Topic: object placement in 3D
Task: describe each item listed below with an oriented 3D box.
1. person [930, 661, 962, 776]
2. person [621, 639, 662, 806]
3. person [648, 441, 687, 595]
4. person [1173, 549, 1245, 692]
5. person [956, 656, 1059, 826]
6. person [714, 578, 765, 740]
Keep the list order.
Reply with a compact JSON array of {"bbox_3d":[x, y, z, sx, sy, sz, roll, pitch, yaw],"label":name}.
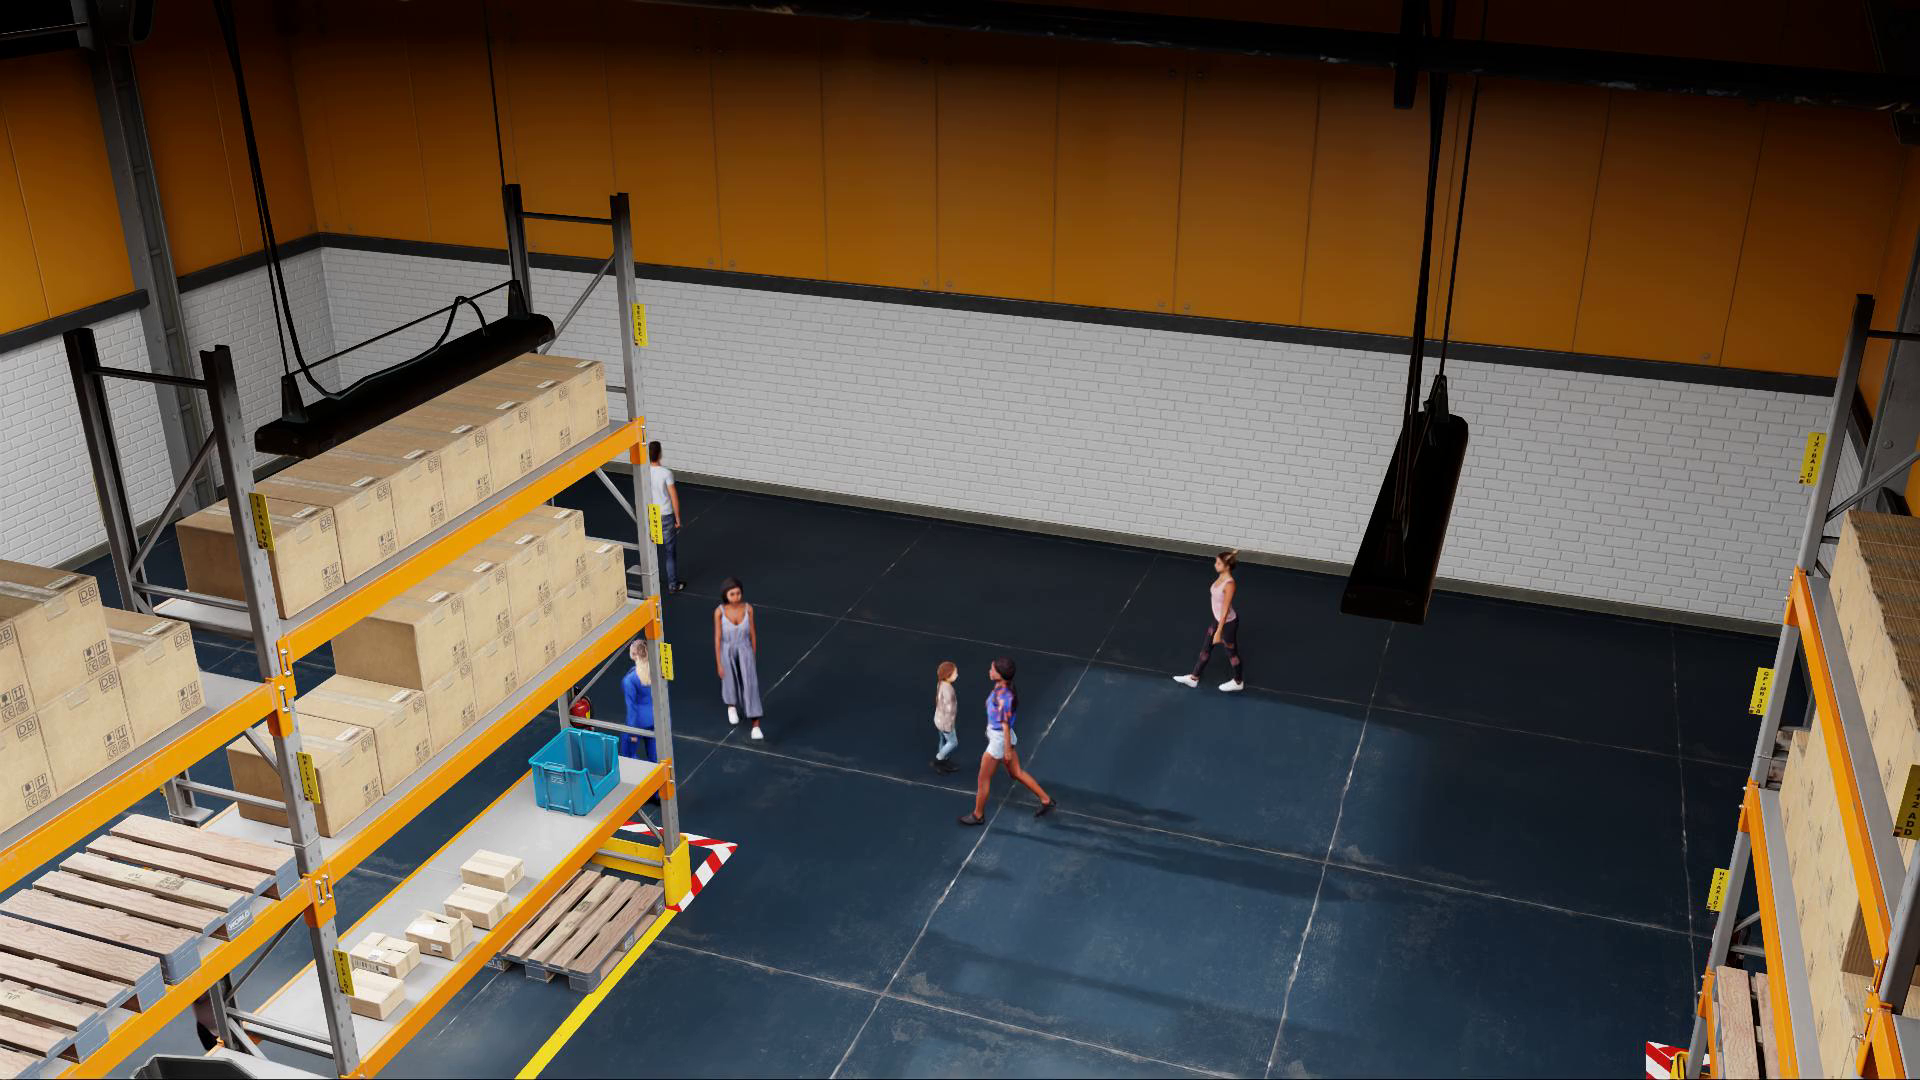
[{"bbox_3d":[-0.181,1.704,15.862,0.657,1.189,0.583,-3,24,-7],"label":"person"},{"bbox_3d":[-2.814,1.704,15.239,0.746,1.688,0.594,15,28,30],"label":"person"},{"bbox_3d":[-3.530,-0.271,19.536,0.666,1.865,0.564,5,24,12],"label":"person"},{"bbox_3d":[2.829,0.859,17.266,0.925,1.614,0.999,-3,24,-6],"label":"person"},{"bbox_3d":[0.473,1.834,14.920,0.936,1.706,1.170,1,24,1],"label":"person"},{"bbox_3d":[-2.262,1.129,16.596,0.986,1.656,1.149,-7,24,-15],"label":"person"}]
